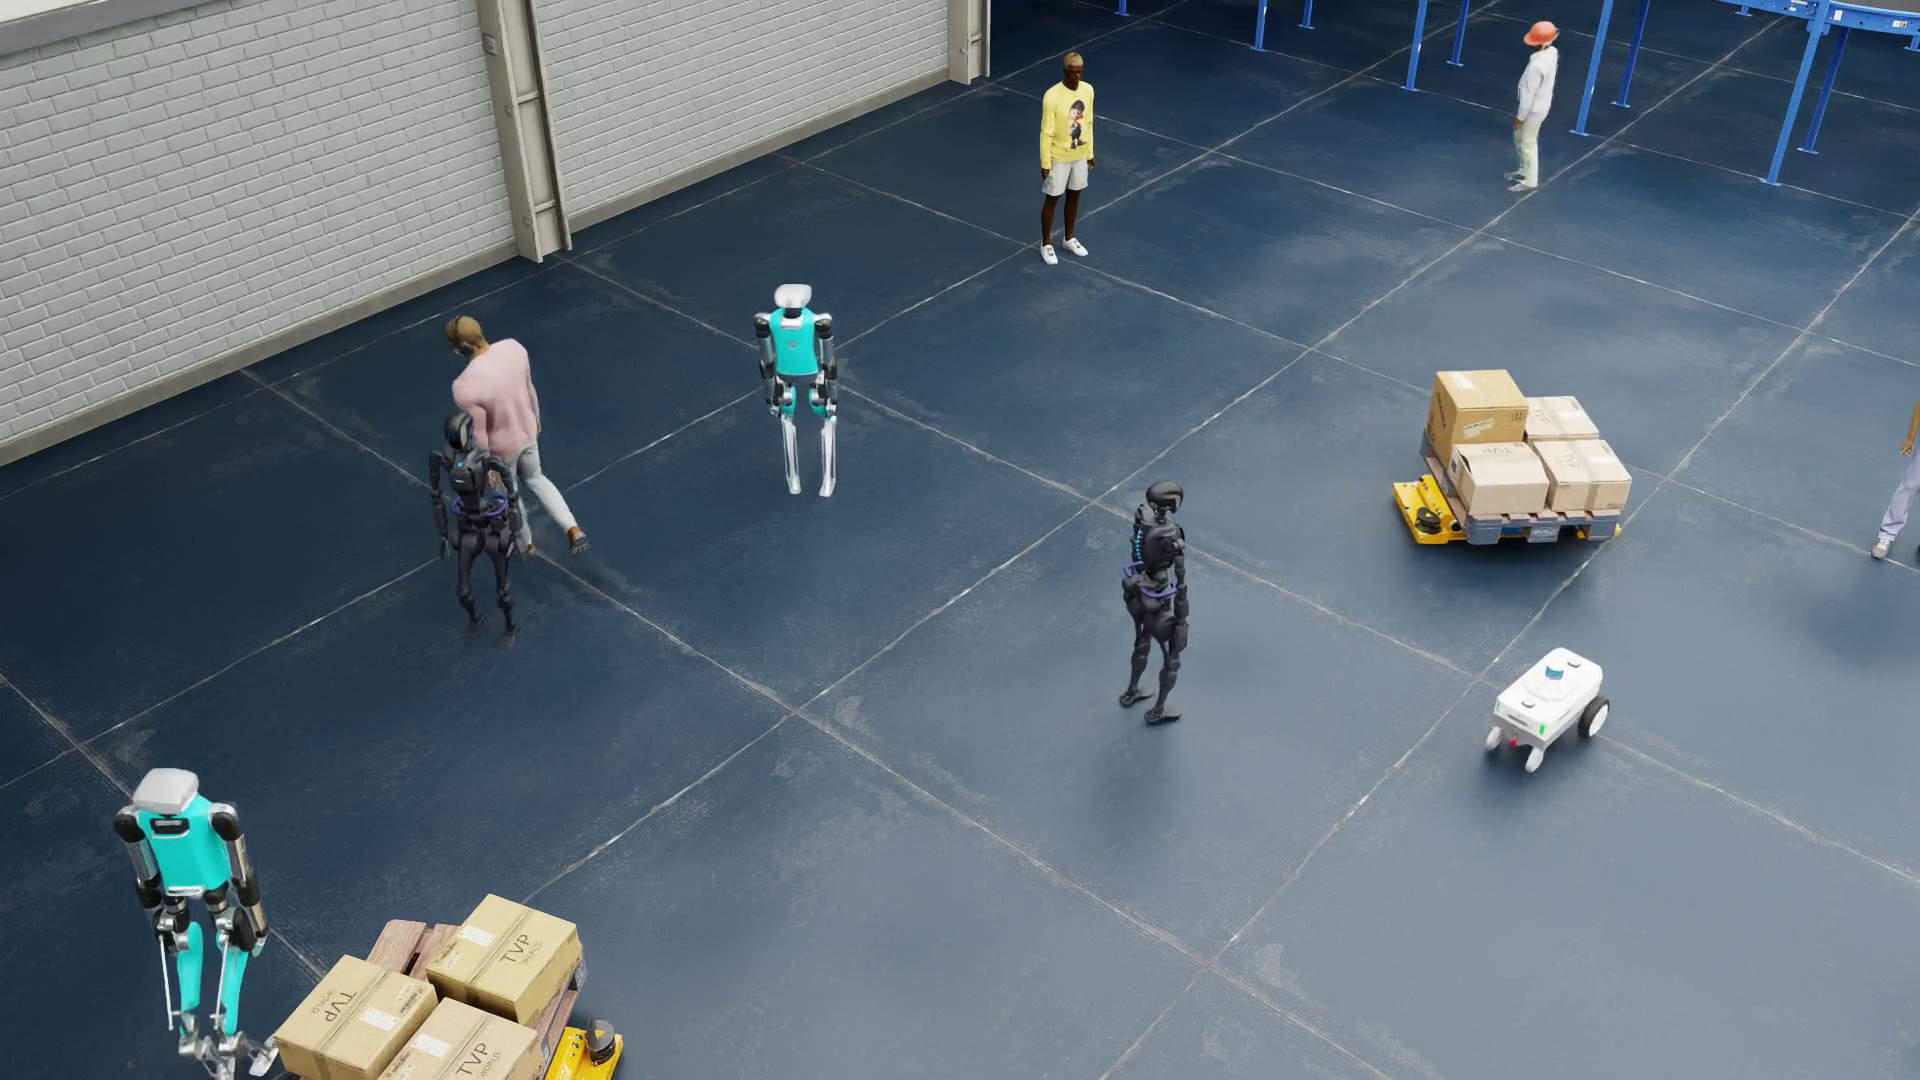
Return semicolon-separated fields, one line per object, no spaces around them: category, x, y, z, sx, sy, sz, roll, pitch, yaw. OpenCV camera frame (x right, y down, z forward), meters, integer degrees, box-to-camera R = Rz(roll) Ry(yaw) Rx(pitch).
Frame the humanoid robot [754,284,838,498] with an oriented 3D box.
humanoid robot;-1.088;-1.089;11.625;0.530;1.748;0.754;2;36;3

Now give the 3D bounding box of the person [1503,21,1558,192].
person;5.496;-4.150;15.966;0.419;1.718;0.594;15;38;20

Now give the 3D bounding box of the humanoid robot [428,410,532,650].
humanoid robot;-2.936;-0.054;10.246;0.597;1.655;0.347;4;36;6

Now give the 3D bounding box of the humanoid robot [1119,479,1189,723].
humanoid robot;1.139;0.337;9.699;0.325;1.653;0.592;-16;39;-21

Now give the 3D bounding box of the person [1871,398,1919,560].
person;6.536;-0.656;10.949;0.562;1.846;0.391;14;38;19

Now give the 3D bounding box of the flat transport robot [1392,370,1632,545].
flat transport robot;3.852;-0.250;11.739;1.431;0.231;0.659;-2;36;-3

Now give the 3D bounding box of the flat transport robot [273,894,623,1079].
flat transport robot;-2.386;2.508;7.866;1.431;0.231;0.659;5;36;7

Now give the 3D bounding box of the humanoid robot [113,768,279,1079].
humanoid robot;-3.422;1.864;7.471;0.532;1.751;0.690;-1;35;-2

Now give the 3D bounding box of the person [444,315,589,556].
person;-2.896;-0.615;10.850;0.708;1.895;0.694;20;40;26

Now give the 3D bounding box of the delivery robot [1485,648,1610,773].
delivery robot;3.446;0.961;9.783;0.765;0.585;0.499;-29;45;-34

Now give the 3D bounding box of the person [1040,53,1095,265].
person;0.944;-3.396;14.752;0.554;1.898;0.356;-19;40;-25
